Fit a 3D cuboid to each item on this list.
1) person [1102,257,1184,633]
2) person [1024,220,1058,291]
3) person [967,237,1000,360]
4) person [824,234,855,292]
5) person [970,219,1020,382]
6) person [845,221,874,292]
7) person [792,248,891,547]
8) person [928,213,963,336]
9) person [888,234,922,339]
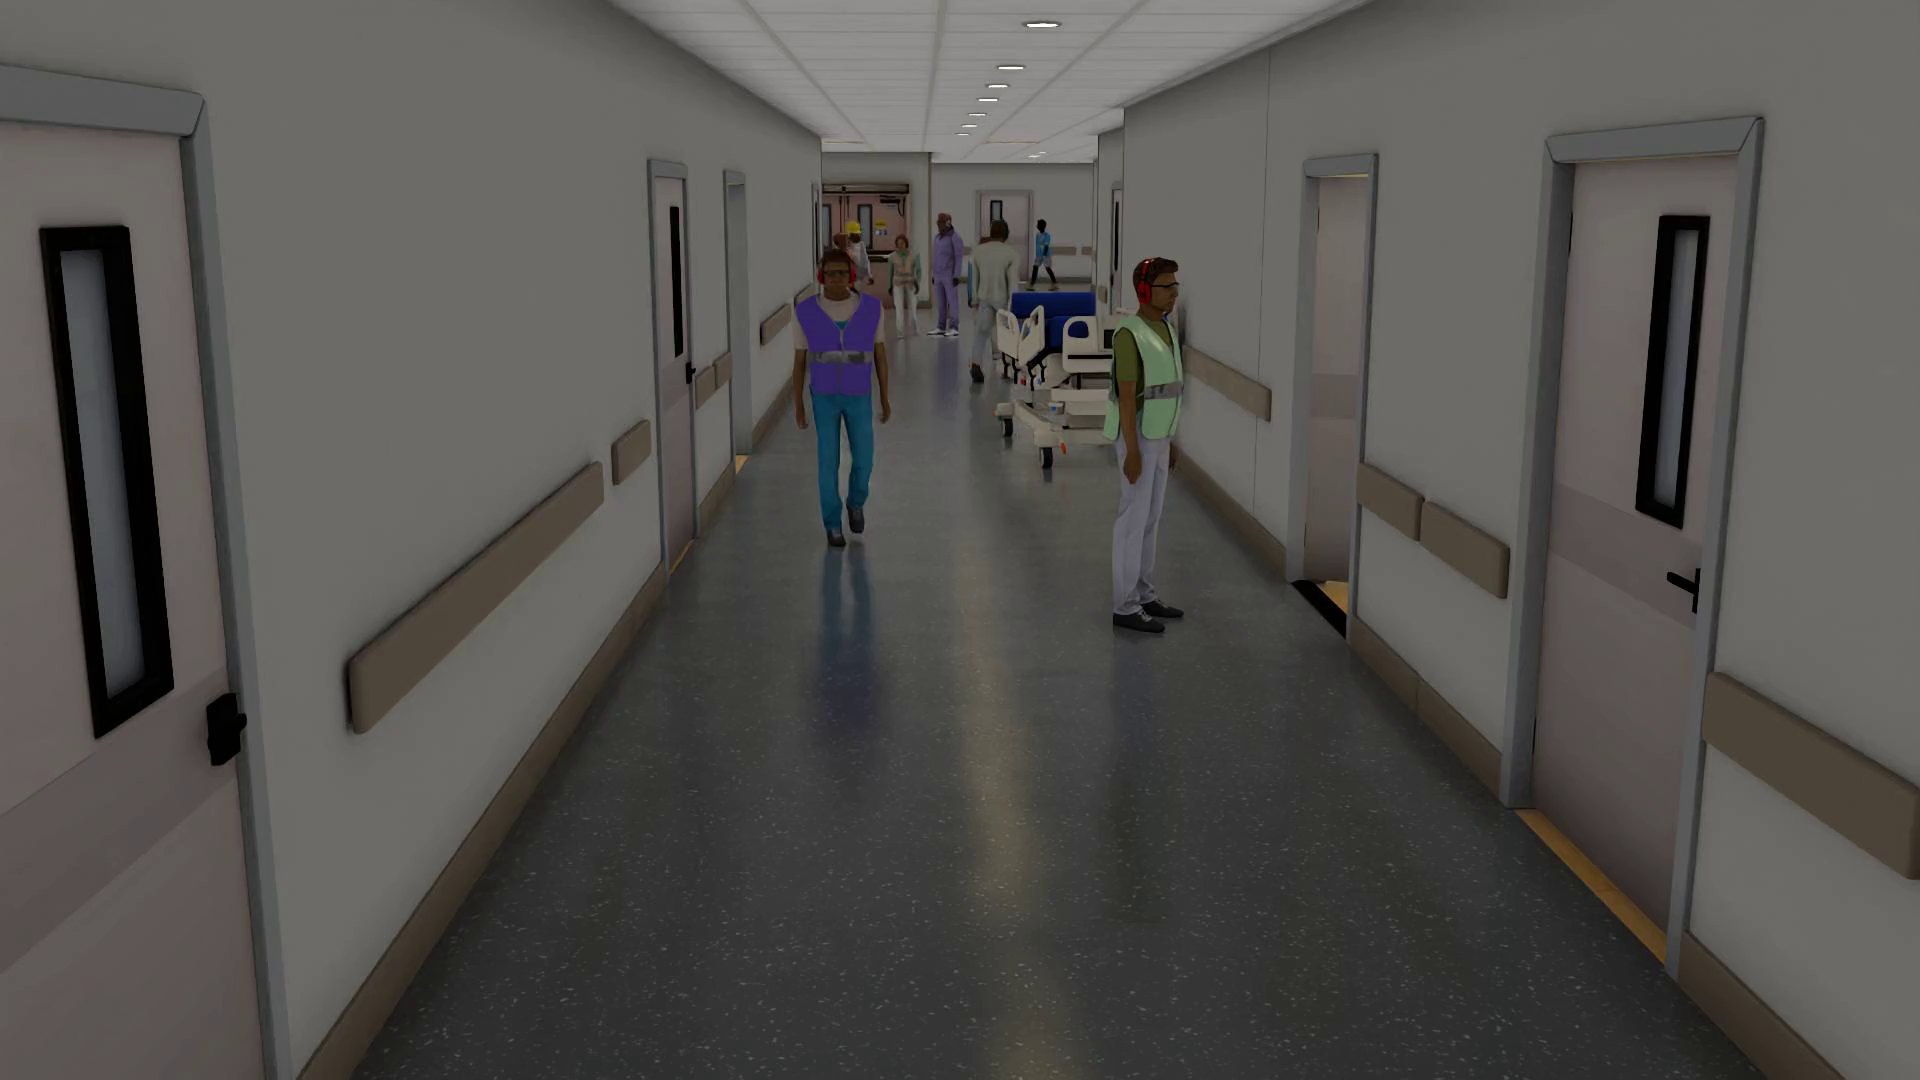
[{"bbox_3d":[0.924,-0.479,8.320,0.390,1.843,0.564,6,13,25],"label":"person"},{"bbox_3d":[1.930,-6.634,38.772,0.865,1.651,0.545,-7,14,-31],"label":"person"},{"bbox_3d":[0.345,-3.212,22.158,0.509,1.629,0.315,-2,12,-12],"label":"person"},{"bbox_3d":[-1.843,-3.987,26.034,0.895,1.585,0.507,7,13,29],"label":"person"},{"bbox_3d":[0.392,-2.806,19.525,0.640,1.908,0.965,5,13,23],"label":"person"},{"bbox_3d":[-1.716,-4.266,26.953,0.950,1.772,0.575,7,14,31],"label":"person"},{"bbox_3d":[-0.730,-0.878,10.269,0.615,1.835,0.435,-2,12,-11],"label":"person"},{"bbox_3d":[-0.237,-4.149,26.041,0.399,1.909,0.642,-9,15,-38],"label":"person"},{"bbox_3d":[-0.849,-3.918,25.655,0.524,1.602,0.689,0,12,1],"label":"person"}]
